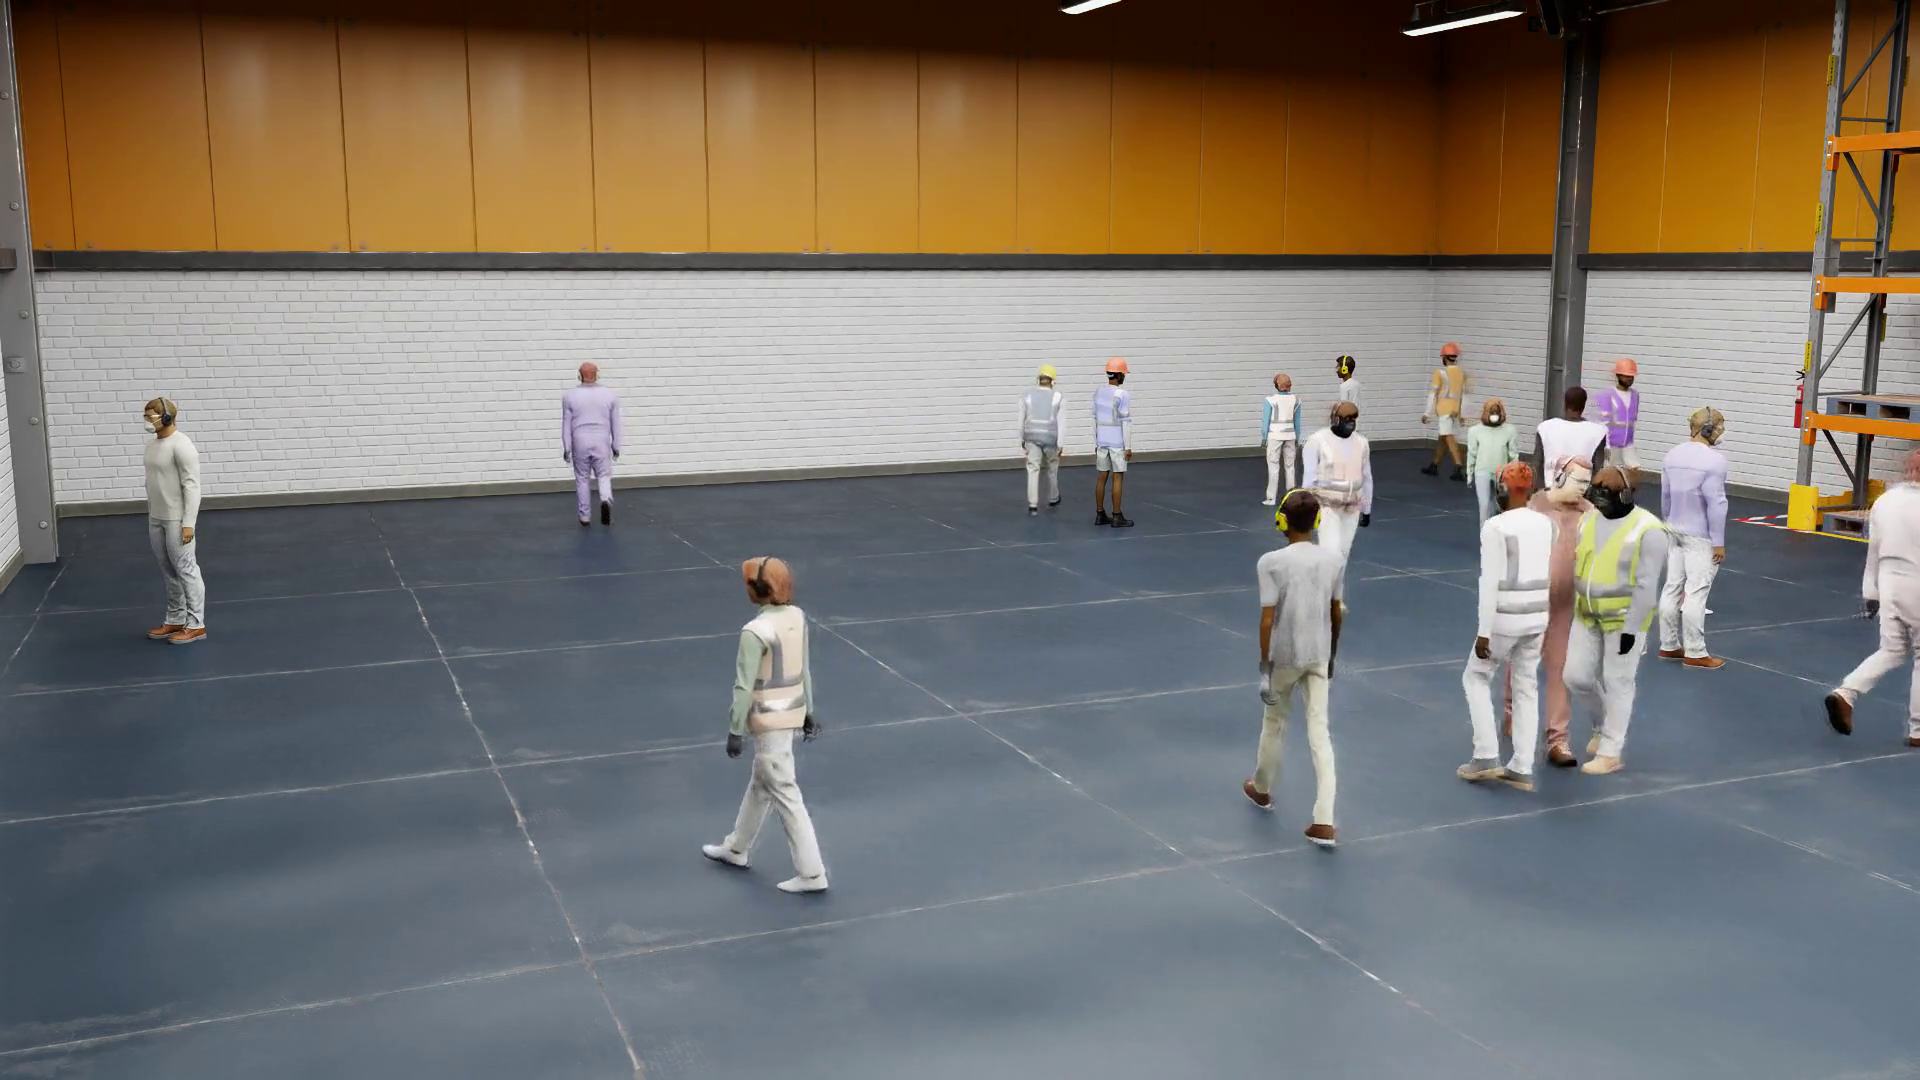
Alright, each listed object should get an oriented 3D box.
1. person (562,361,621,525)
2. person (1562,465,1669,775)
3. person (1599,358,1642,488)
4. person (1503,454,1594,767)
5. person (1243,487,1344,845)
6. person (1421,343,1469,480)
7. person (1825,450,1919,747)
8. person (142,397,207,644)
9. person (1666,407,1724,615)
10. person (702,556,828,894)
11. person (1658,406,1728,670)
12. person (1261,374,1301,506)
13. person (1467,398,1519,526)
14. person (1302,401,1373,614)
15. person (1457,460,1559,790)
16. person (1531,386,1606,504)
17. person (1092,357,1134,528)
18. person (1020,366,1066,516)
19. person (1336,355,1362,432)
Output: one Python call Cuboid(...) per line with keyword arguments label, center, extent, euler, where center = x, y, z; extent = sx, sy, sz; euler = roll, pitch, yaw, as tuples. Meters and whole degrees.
Cuboid(label="person", center=(-4.167, -1.072, 18.825), extent=(0.651, 1.889, 0.662), euler=(-3, 10, -16))
Cuboid(label="person", center=(3.789, 0.468, 9.680), extent=(0.440, 1.823, 0.630), euler=(-5, 11, -29))
Cuboid(label="person", center=(7.490, -1.094, 18.860), extent=(0.560, 1.917, 0.624), euler=(-3, 10, -17))
Cuboid(label="person", center=(3.562, 0.392, 10.079), extent=(0.649, 1.839, 1.039), euler=(1, 9, 7))
Cuboid(label="person", center=(1.782, 0.628, 8.733), extent=(0.525, 1.818, 1.002), euler=(-2, 9, -9))
Cuboid(label="person", center=(6.797, -1.788, 23.156), extent=(0.565, 1.896, 0.983), euler=(-5, 11, -27))
Cuboid(label="person", center=(5.789, 0.354, 10.169), extent=(0.701, 1.884, 0.660), euler=(-2, 10, -13))
Cuboid(label="person", center=(-6.209, -0.156, 13.095), extent=(0.635, 1.938, 0.359), euler=(7, 12, 37))
Cuboid(label="person", center=(6.288, -0.254, 14.215), extent=(0.322, 1.765, 0.533), euler=(-1, 9, -3))
Cuboid(label="person", center=(-0.942, 0.868, 7.929), extent=(0.784, 1.596, 0.537), euler=(4, 10, 22))
Cuboid(label="person", center=(5.414, -0.016, 12.263), extent=(0.370, 1.934, 0.627), euler=(-2, 10, -13))
Cuboid(label="person", center=(3.969, -1.233, 20.546), extent=(0.511, 1.634, 0.313), euler=(-3, 10, -18))
Cuboid(label="person", center=(5.500, -0.675, 17.217), extent=(0.538, 1.606, 0.691), euler=(2, 10, 10))
Cuboid(label="person", center=(3.212, -0.267, 14.100), extent=(0.650, 1.826, 0.453), euler=(-3, 10, -20))
Cuboid(label="person", center=(3.128, 0.481, 9.469), extent=(0.600, 1.860, 0.541), euler=(-4, 10, -25))
Cuboid(label="person", center=(5.388, -0.414, 14.790), extent=(0.631, 1.891, 0.562), euler=(3, 10, 17))
Cuboid(label="person", center=(1.753, -1.111, 18.886), extent=(0.371, 1.935, 0.551), euler=(-8, 12, -41))
Cuboid(label="person", center=(0.992, -1.194, 19.914), extent=(0.611, 1.769, 0.955), euler=(3, 10, 16))
Cuboid(label="person", center=(4.793, -1.347, 20.579), extent=(0.354, 1.859, 0.509), euler=(5, 11, 30))
